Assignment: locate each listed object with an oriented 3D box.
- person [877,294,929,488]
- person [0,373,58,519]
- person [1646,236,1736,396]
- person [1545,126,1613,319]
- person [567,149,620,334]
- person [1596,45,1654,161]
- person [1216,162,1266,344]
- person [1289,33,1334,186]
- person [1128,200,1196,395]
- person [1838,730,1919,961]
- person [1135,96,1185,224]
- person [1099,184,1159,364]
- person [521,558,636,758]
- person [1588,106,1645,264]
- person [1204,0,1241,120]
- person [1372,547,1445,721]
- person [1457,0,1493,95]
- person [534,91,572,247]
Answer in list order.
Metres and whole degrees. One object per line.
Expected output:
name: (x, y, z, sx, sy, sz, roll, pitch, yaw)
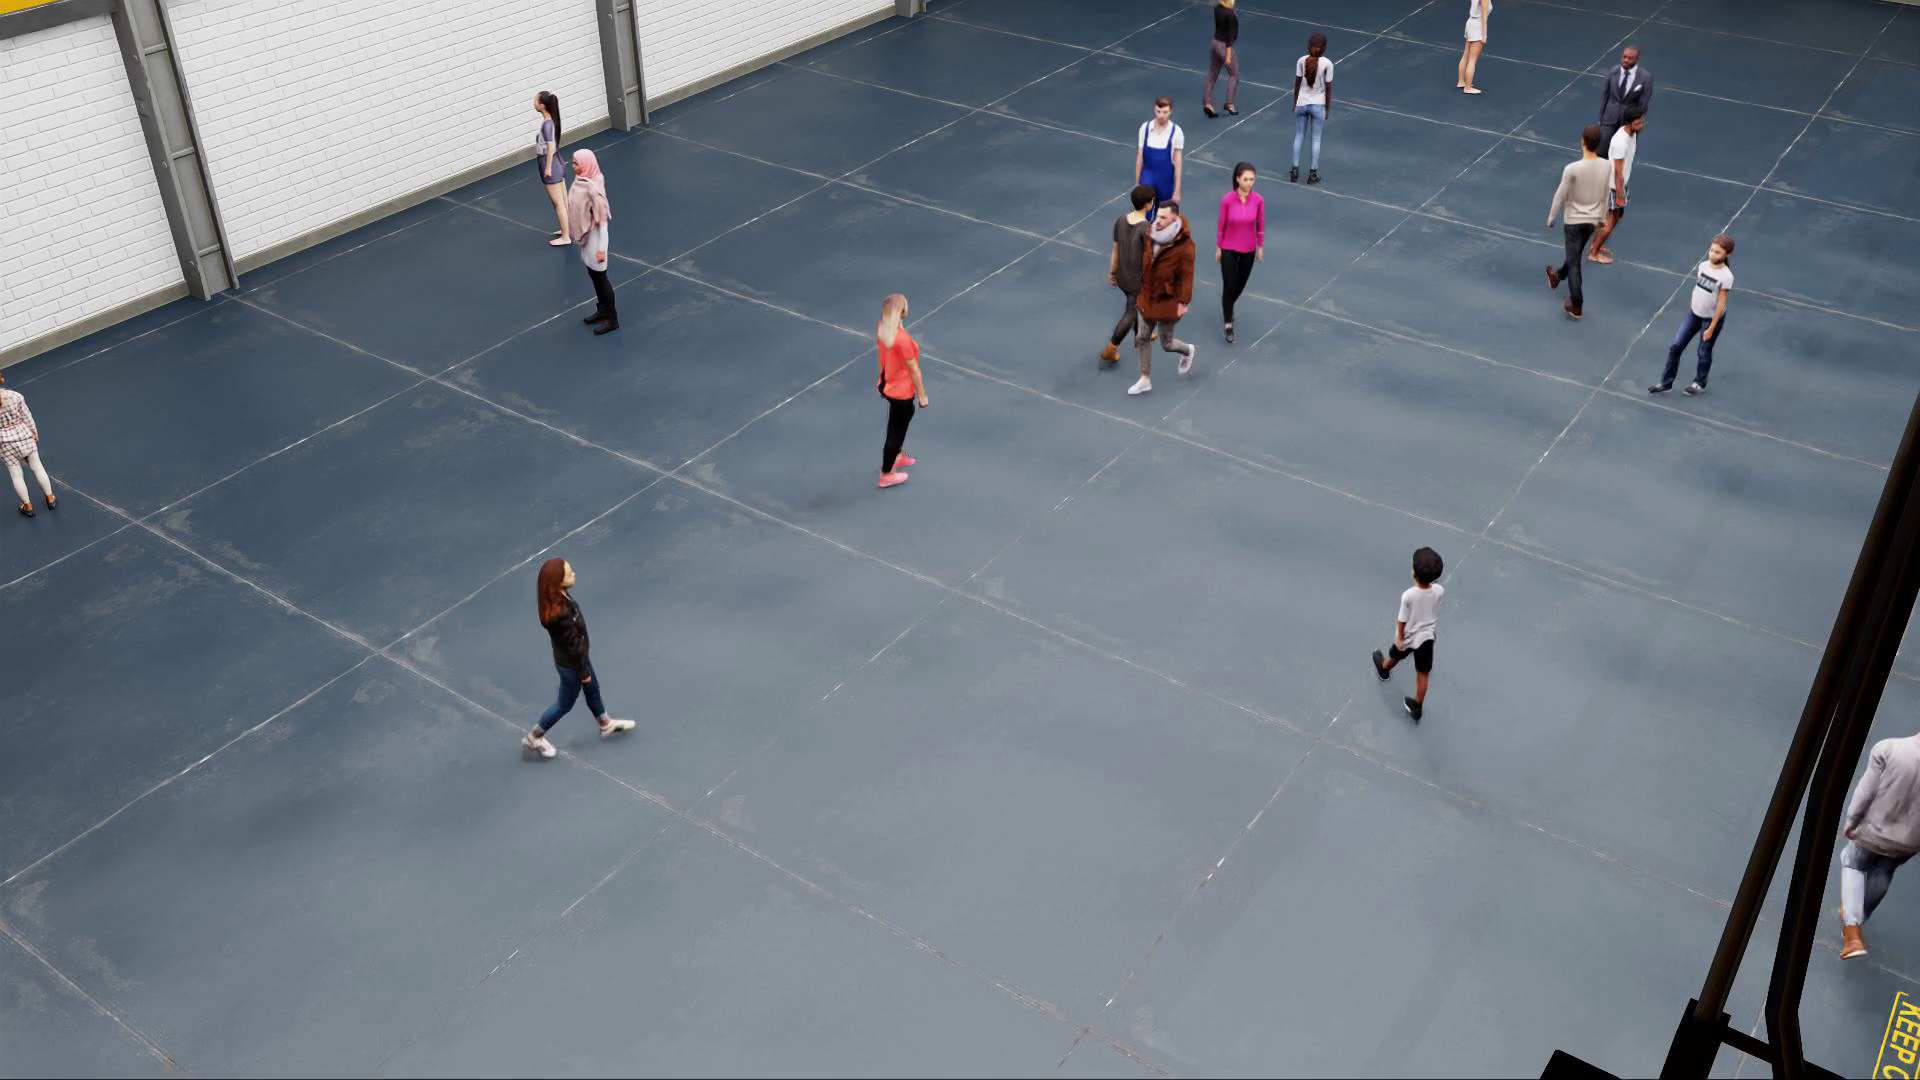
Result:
person: (-0.589, -1.170, 13.423, 0.783, 1.675, 0.728, -17, 37, -24)
person: (-7.508, -0.795, 13.187, 0.505, 1.311, 0.638, -26, 42, -33)
person: (6.676, -1.998, 14.791, 0.927, 1.539, 0.777, -16, 37, -22)
person: (6.032, -3.019, 16.072, 1.131, 1.822, 1.187, -5, 34, -7)
person: (-3.488, -2.848, 15.831, 0.737, 1.804, 0.730, -18, 37, -25)
person: (7.363, -4.594, 18.481, 0.696, 1.778, 1.171, 20, 39, 28)
person: (2.650, -2.798, 15.871, 0.944, 1.677, 1.048, -3, 34, -4)
person: (4.026, -4.958, 19.082, 0.605, 1.719, 0.551, 16, 37, 22)
person: (1.840, -2.162, 14.784, 1.020, 1.820, 0.813, -28, 43, -35)
person: (5.131, 1.608, 9.110, 0.834, 1.823, 1.003, 11, 35, 16)
person: (2.050, -3.693, 17.100, 0.959, 1.806, 1.296, 8, 35, 12)
person: (1.557, -2.410, 15.282, 1.135, 1.683, 0.810, -25, 41, -32)
person: (-2.573, 0.778, 10.689, 1.050, 1.458, 0.913, -11, 35, -16)
person: (6.740, -3.671, 17.164, 0.744, 1.698, 0.500, 11, 35, 16)
person: (3.210, -6.085, 20.835, 0.838, 1.656, 0.774, -15, 36, -21)
person: (3.078, 0.651, 11.093, 0.835, 1.223, 0.892, -6, 34, -9)
person: (6.760, -6.691, 21.793, 0.724, 1.605, 0.657, -3, 34, -5)
person: (-4.298, -3.953, 17.633, 0.735, 1.650, 0.643, 0, 34, 0)
